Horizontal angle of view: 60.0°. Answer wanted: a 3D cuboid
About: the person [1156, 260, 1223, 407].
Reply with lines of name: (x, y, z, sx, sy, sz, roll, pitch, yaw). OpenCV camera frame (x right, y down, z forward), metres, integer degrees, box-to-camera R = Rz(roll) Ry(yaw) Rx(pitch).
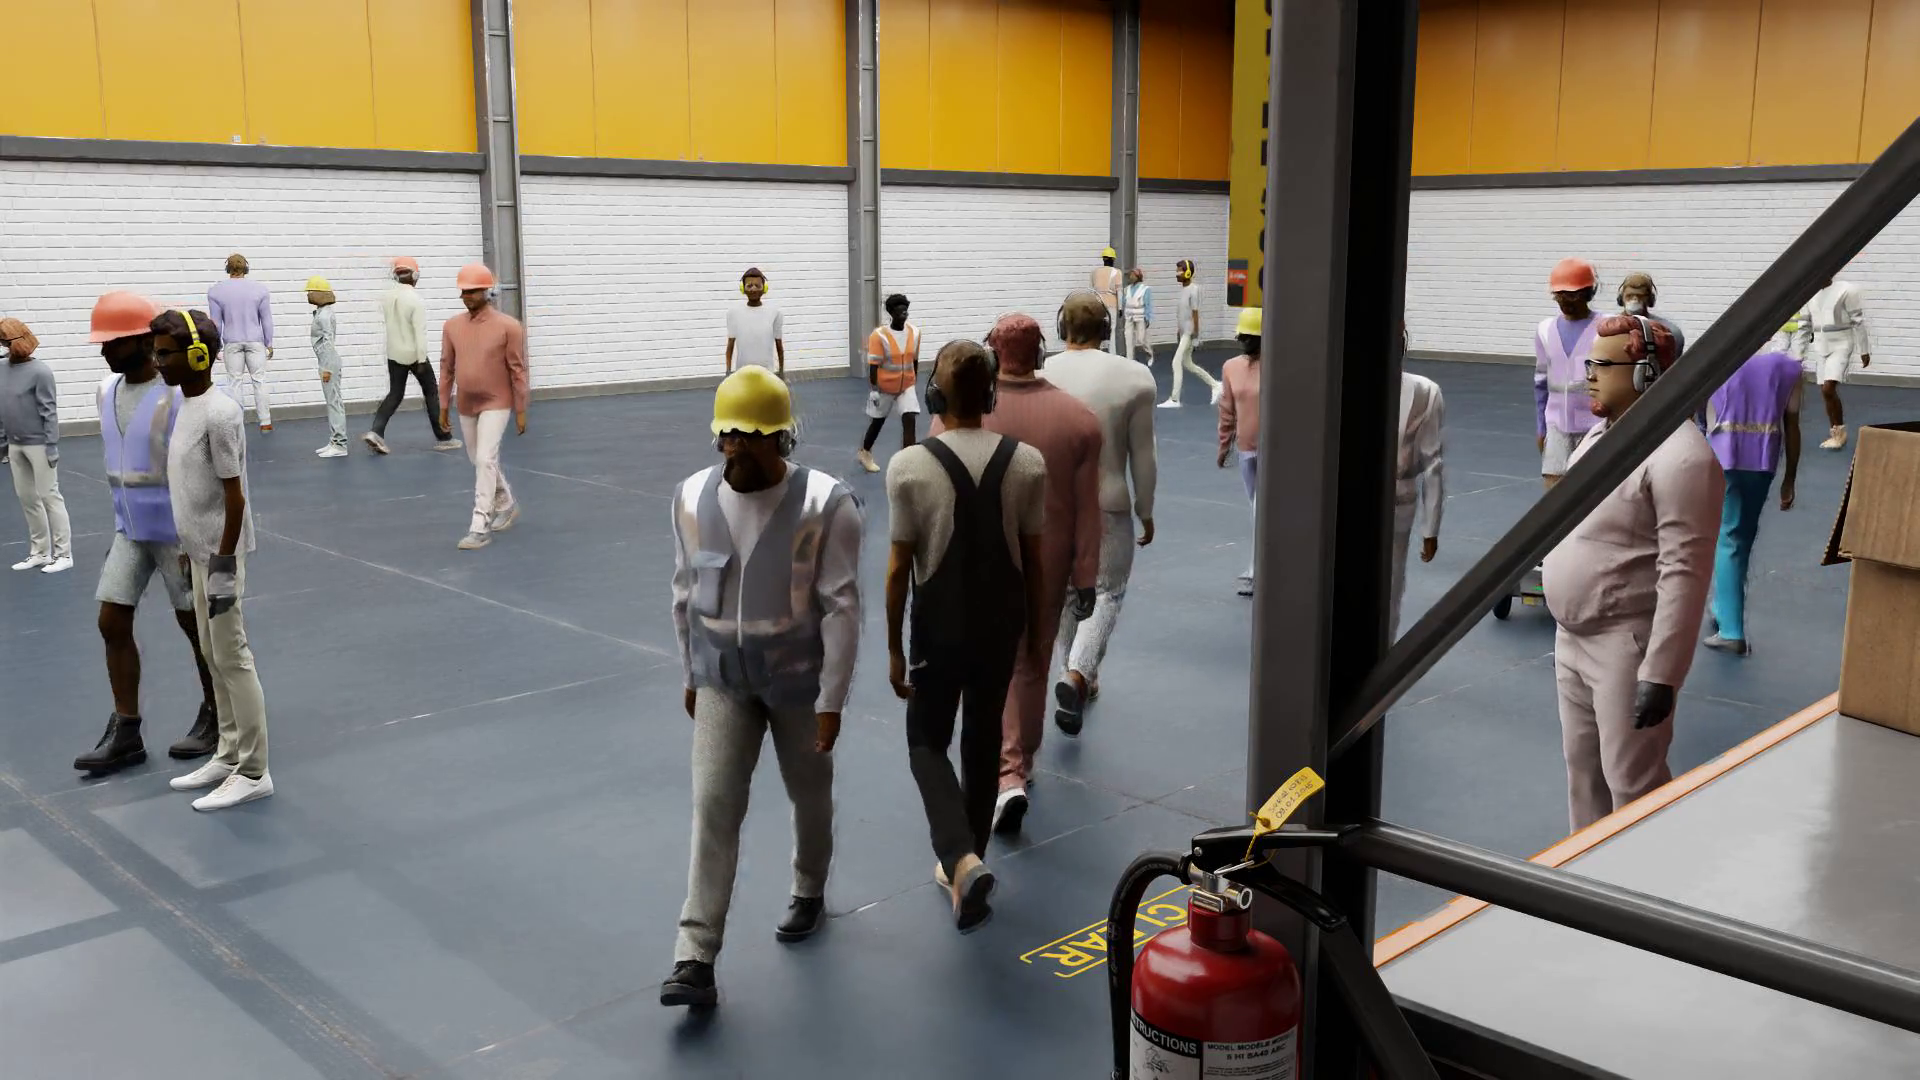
person: (2.884, -2.554, 20.667, 0.830, 1.834, 0.517, -2, 11, -9)

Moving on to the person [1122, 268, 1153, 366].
person: (2.812, -3.486, 26.285, 0.524, 1.619, 0.588, 8, 13, 38)

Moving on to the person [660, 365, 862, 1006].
person: (-0.571, 0.393, 4.732, 0.598, 1.770, 0.939, 2, 11, 11)

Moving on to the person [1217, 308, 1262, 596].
person: (1.773, -0.535, 9.931, 0.809, 1.718, 0.613, -9, 14, -42)

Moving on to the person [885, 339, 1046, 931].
person: (0.035, 0.304, 5.076, 0.520, 1.825, 0.648, -3, 11, -16)

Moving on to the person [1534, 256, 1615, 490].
person: (3.837, -0.718, 10.165, 0.843, 2.006, 0.671, -9, 14, -40)

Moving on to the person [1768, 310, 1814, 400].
person: (10.757, -2.719, 21.515, 0.630, 1.843, 0.429, 6, 12, 28)

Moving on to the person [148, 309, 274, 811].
person: (-2.816, 0.074, 6.223, 0.329, 1.866, 0.514, -8, 13, -36)

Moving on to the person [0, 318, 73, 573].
person: (-5.891, -0.592, 10.528, 0.491, 1.624, 0.310, 4, 11, 23)

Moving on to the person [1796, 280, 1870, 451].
person: (8.611, -1.867, 16.490, 0.683, 1.980, 0.649, -4, 11, -22)

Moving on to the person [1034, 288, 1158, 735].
person: (0.520, -0.126, 7.195, 0.630, 1.916, 0.866, 4, 11, 21)

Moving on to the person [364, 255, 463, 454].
person: (-5.440, -1.819, 16.321, 0.618, 1.949, 0.989, 5, 12, 27)

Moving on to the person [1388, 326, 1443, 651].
person: (1.814, -0.114, 7.313, 0.579, 1.853, 0.899, 2, 11, 12)

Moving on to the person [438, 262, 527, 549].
person: (-3.340, -0.969, 11.673, 0.635, 1.956, 0.976, 3, 11, 16)

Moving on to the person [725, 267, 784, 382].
person: (-1.759, -1.387, 14.200, 0.501, 1.853, 0.641, 0, 10, 0)

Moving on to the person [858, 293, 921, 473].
person: (-0.620, -1.371, 14.722, 0.561, 1.639, 0.874, -6, 12, -29)

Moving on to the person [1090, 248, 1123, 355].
person: (2.469, -3.942, 27.956, 0.593, 1.922, 0.383, 6, 12, 28)

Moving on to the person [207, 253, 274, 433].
person: (-7.698, -2.097, 17.859, 0.627, 1.940, 0.372, -4, 11, -21)

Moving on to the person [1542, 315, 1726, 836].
person: (1.893, 0.306, 4.842, 0.409, 1.907, 0.648, -1, 10, -5)

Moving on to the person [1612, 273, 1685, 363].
person: (4.422, -0.818, 11.052, 0.641, 1.890, 1.010, 7, 13, 34)

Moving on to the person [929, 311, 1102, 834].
person: (0.193, 0.098, 6.107, 0.655, 1.869, 0.957, -2, 10, -8)

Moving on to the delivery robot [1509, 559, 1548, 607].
delivery robot: (3.321, 0.107, 9.358, 0.477, 0.478, 0.707, 5, 12, 27)

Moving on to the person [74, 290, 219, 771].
person: (-3.265, -0.019, 6.582, 0.573, 1.910, 0.740, 4, 11, 21)

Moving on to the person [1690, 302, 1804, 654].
person: (4.023, -0.351, 8.724, 0.603, 1.785, 0.938, 1, 10, 6)

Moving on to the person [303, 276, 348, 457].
person: (-6.145, -1.677, 16.097, 0.309, 1.744, 0.485, -4, 11, -21)
